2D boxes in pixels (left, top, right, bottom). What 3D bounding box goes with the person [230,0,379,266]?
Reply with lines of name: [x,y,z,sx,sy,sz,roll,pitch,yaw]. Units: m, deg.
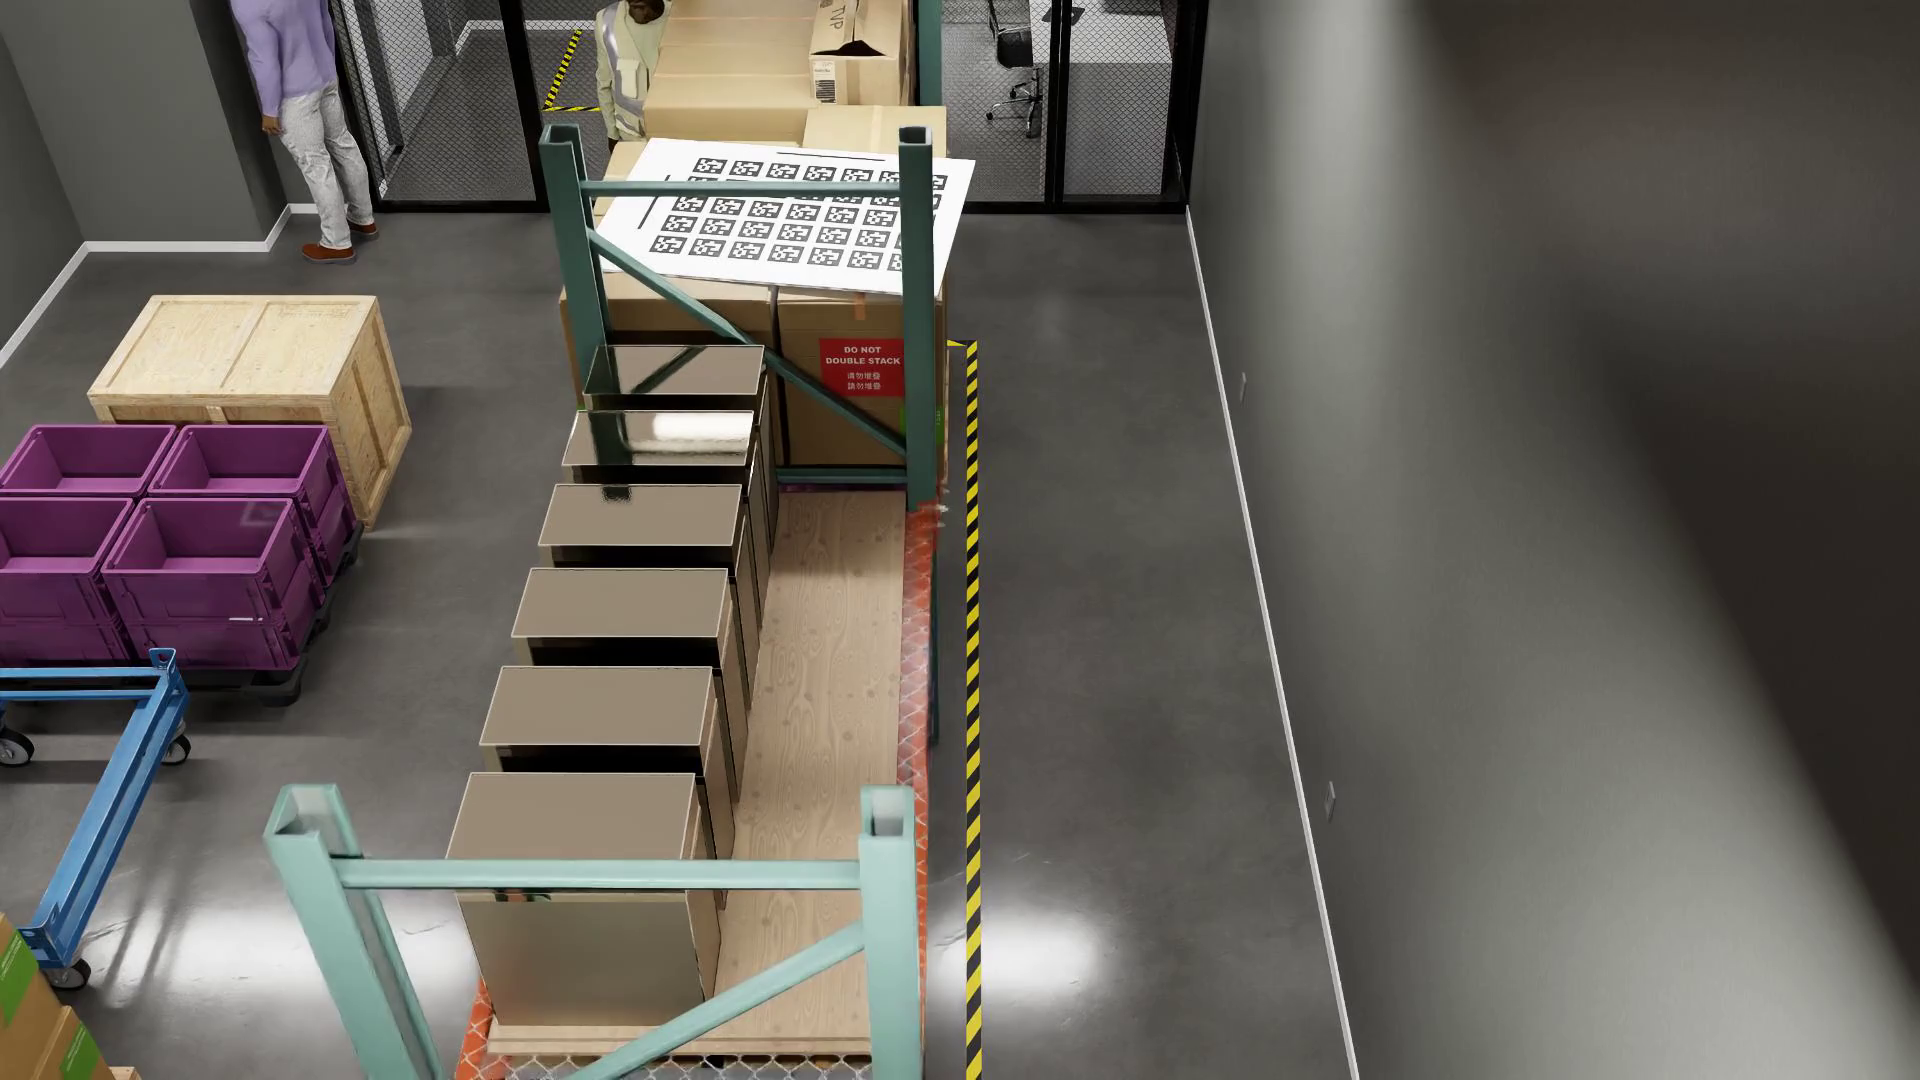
person: [-3.398,-2.338,8.559,0.372,1.940,0.632,11,42,12]

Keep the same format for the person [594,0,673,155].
person: [-1.502,-2.075,8.337,0.591,1.833,0.403,0,41,0]
